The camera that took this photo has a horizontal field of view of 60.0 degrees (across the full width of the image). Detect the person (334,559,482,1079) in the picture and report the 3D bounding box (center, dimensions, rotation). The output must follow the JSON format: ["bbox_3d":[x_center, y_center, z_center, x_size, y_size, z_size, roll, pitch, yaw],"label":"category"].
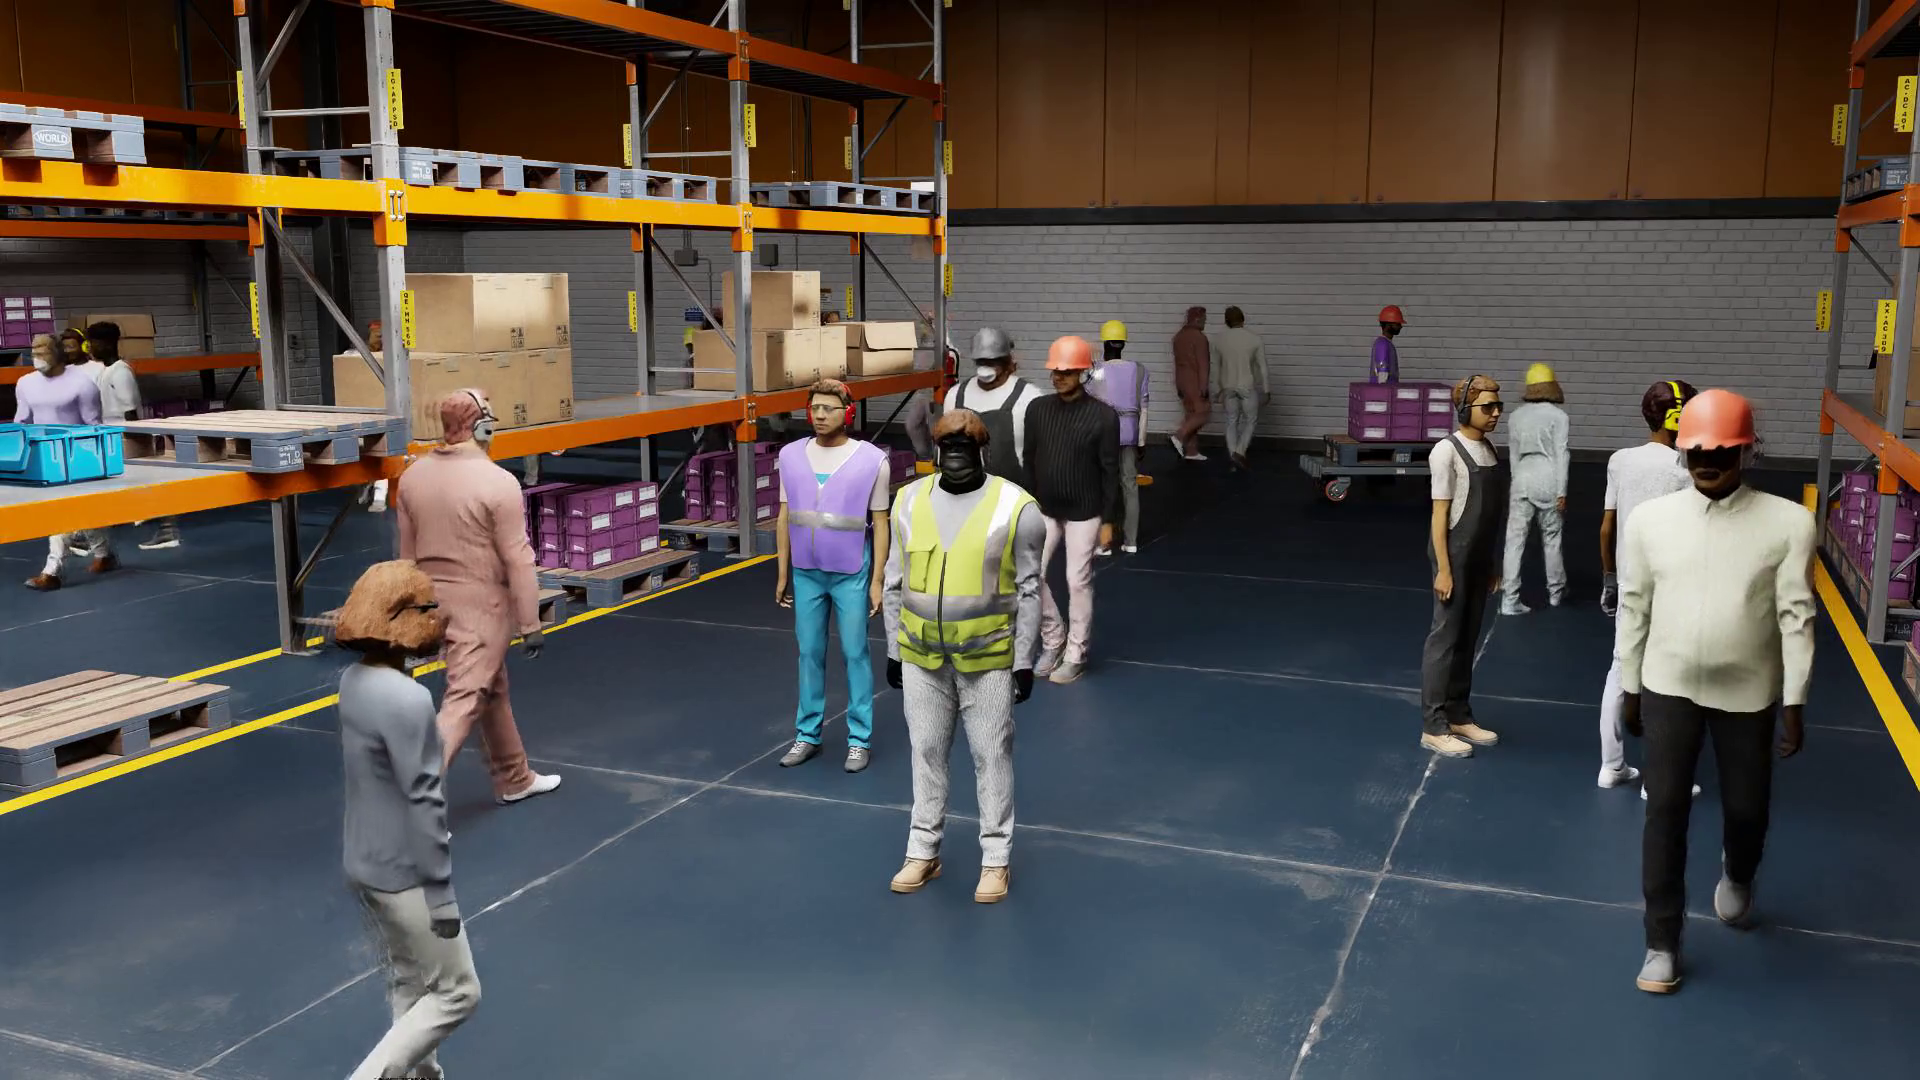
[{"bbox_3d":[-1.444,0.858,4.288,0.494,1.621,0.549,-7,12,-36],"label":"person"}]

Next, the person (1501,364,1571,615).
[{"bbox_3d":[3.976,-0.354,11.412,0.839,1.688,0.506,-8,13,-42],"label":"person"}]

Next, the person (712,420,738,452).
[{"bbox_3d":[-2.264,-1.244,16.725,0.549,1.732,0.800,4,10,24],"label":"person"}]

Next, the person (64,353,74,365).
[{"bbox_3d":[-8.339,-1.051,15.695,0.536,1.682,0.501,-2,10,-12],"label":"person"}]

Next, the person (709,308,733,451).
[{"bbox_3d":[-2.898,-1.802,19.687,0.678,1.856,0.972,3,10,17],"label":"person"}]

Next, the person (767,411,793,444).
[{"bbox_3d":[-1.974,-1.476,17.624,0.712,1.913,0.560,-6,11,-33],"label":"person"}]

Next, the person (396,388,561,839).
[{"bbox_3d":[-2.070,0.298,6.977,0.663,1.869,0.977,6,11,33],"label":"person"}]

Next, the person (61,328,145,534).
[{"bbox_3d":[-7.592,-0.964,14.708,0.576,1.832,0.848,3,10,15],"label":"person"}]

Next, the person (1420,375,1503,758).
[{"bbox_3d":[2.466,0.120,8.105,0.345,1.847,0.504,9,13,44],"label":"person"}]

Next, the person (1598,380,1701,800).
[{"bbox_3d":[3.093,0.222,7.434,0.329,1.865,0.513,-5,11,-29],"label":"person"}]

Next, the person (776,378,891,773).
[{"bbox_3d":[-0.597,0.162,7.838,0.565,1.850,0.390,3,10,17],"label":"person"}]

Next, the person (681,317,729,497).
[{"bbox_3d":[-2.443,-1.276,16.493,0.918,1.881,0.592,4,10,21],"label":"person"}]

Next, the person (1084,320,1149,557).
[{"bbox_3d":[1.252,-0.822,13.564,0.585,1.929,0.371,-4,10,-21],"label":"person"}]

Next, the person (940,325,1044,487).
[{"bbox_3d":[0.171,-0.316,10.157,0.692,2.000,0.538,5,11,27],"label":"person"}]

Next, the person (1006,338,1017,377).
[{"bbox_3d":[0.469,-1.410,18.151,0.821,1.588,0.515,4,10,24],"label":"person"}]

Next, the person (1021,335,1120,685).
[{"bbox_3d":[0.598,-0.157,9.372,0.654,1.978,0.439,6,11,31],"label":"person"}]

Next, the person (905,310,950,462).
[{"bbox_3d":[-0.383,-1.595,18.375,0.569,1.883,0.675,-4,10,-21],"label":"person"}]

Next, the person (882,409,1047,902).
[{"bbox_3d":[-0.006,0.430,6.232,0.628,1.846,0.429,3,10,19],"label":"person"}]

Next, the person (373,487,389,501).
[{"bbox_3d":[-5.423,-1.316,16.555,0.900,1.922,0.593,1,9,5],"label":"person"}]

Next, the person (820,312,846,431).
[{"bbox_3d":[-1.504,-1.705,19.177,0.429,1.844,0.622,3,10,16],"label":"person"}]

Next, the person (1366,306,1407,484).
[{"bbox_3d":[4.647,-1.579,18.121,0.375,1.935,0.551,2,10,14],"label":"person"}]

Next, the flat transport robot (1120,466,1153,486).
[{"bbox_3d":[1.305,-0.669,17.644,1.431,0.197,0.652,-7,12,-36],"label":"flat transport robot"}]

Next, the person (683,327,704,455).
[{"bbox_3d":[-2.642,-1.366,17.448,0.551,1.740,0.535,-9,13,-43],"label":"person"}]

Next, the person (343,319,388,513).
[{"bbox_3d":[-5.691,-1.197,16.051,0.616,1.854,0.470,-1,9,-5],"label":"person"}]

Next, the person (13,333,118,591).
[{"bbox_3d":[-6.684,-0.602,12.413,0.618,1.885,1.069,2,10,13],"label":"person"}]

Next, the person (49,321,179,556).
[{"bbox_3d":[-6.999,-0.836,13.690,0.971,1.912,0.613,-5,11,-28],"label":"person"}]

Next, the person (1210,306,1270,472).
[{"bbox_3d":[3.199,-1.723,19.111,0.685,1.910,0.531,4,10,21],"label":"person"}]

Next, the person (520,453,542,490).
[{"bbox_3d":[-4.519,-1.386,17.269,0.404,1.831,0.600,-3,10,-20],"label":"person"}]

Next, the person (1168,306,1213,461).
[{"bbox_3d":[2.776,-1.870,20.006,0.553,1.885,0.664,-4,10,-23],"label":"person"}]

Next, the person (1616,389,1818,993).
[{"bbox_3d":[2.524,0.471,5.588,0.614,1.973,0.835,5,11,29],"label":"person"}]
